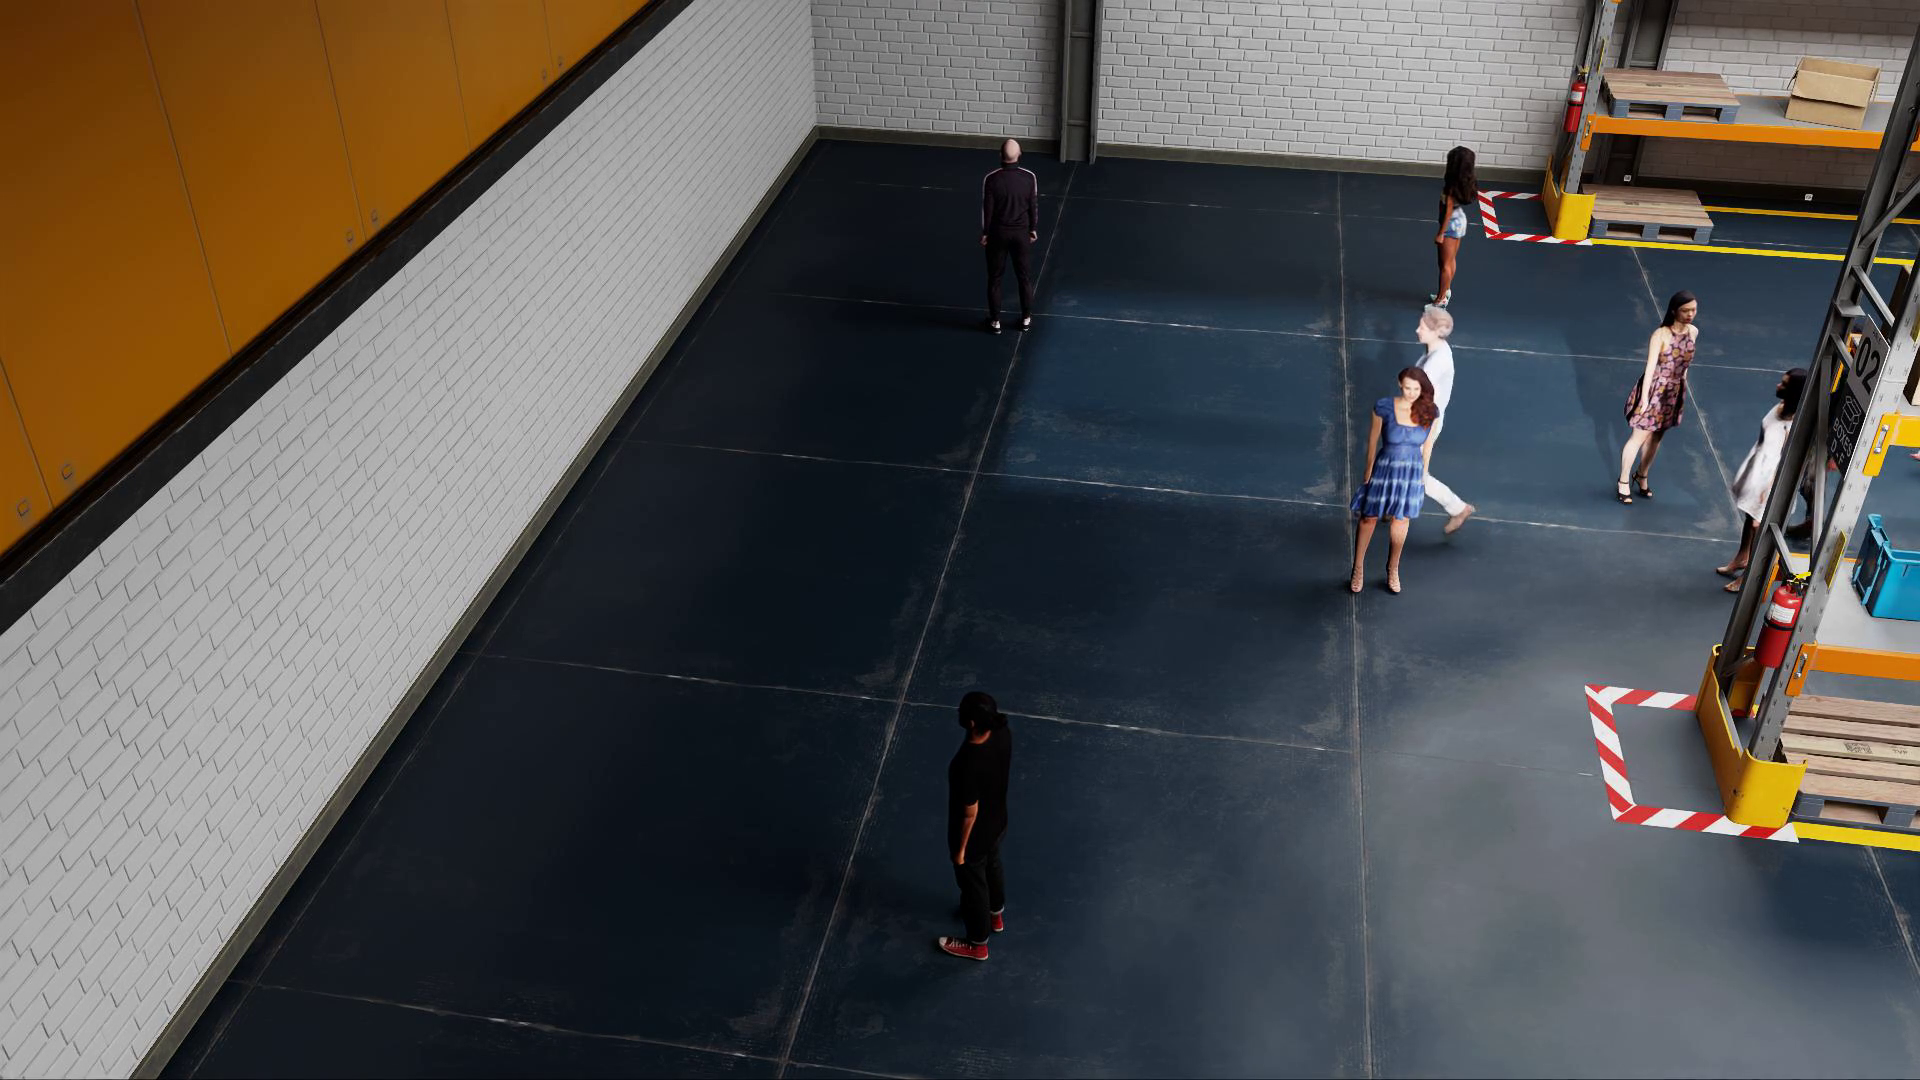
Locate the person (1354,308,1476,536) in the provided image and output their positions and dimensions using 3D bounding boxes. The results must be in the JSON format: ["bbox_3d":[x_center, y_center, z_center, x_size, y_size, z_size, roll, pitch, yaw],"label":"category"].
[{"bbox_3d":[3.493,-0.825,12.307,1.077,1.864,0.646,7,34,10],"label":"person"}]

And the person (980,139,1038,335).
[{"bbox_3d":[0.449,-2.782,15.276,0.649,1.835,0.818,-6,34,-9],"label":"person"}]

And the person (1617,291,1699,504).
[{"bbox_3d":[5.384,-1.094,12.791,0.776,1.774,0.856,-13,36,-18],"label":"person"}]

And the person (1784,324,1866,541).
[{"bbox_3d":[6.504,-0.740,12.244,0.705,1.792,0.735,10,35,15],"label":"person"}]

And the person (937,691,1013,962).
[{"bbox_3d":[0.101,1.513,8.884,0.657,1.759,0.683,14,36,20],"label":"person"}]

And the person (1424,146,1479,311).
[{"bbox_3d":[4.625,-2.929,15.686,0.652,1.626,0.633,17,37,24],"label":"person"}]

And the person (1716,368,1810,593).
[{"bbox_3d":[5.721,-0.420,11.778,0.631,1.774,0.645,7,34,10],"label":"person"}]

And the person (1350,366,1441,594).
[{"bbox_3d":[3.069,-0.416,11.744,0.555,1.805,0.755,2,34,3],"label":"person"}]
